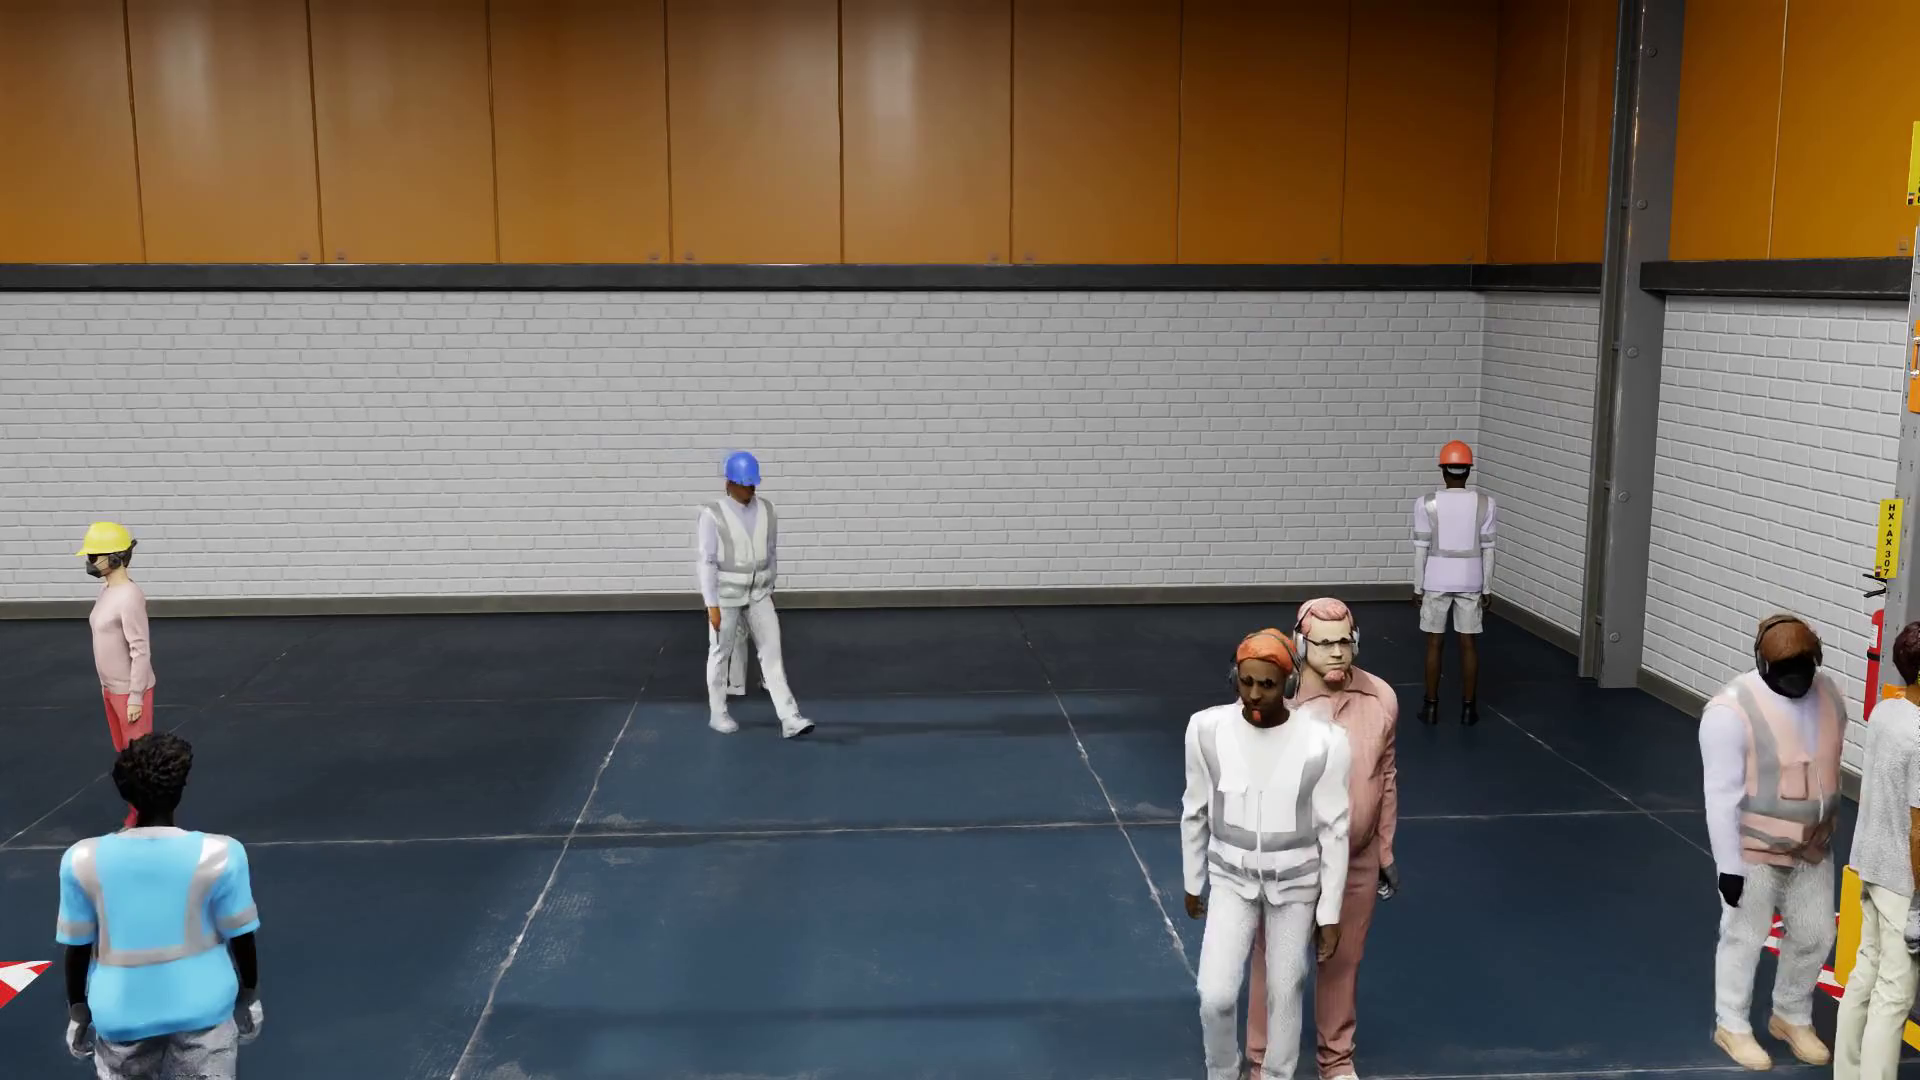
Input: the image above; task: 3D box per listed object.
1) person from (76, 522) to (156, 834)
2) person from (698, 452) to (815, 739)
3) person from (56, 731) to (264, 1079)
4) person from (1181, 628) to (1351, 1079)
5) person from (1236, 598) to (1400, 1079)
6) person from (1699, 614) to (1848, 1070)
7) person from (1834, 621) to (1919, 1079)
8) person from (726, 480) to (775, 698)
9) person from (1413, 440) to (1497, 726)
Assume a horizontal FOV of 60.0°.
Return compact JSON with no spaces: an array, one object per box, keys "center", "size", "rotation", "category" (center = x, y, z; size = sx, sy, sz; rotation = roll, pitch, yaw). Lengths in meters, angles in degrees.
[{"center":[-4.383,0.779,8.685],"size":[0.313,1.767,0.533],"rotation":[-8,12,-41],"category":"person"},{"center":[-1.367,0.377,10.809],"size":[0.636,1.891,0.966],"rotation":[-7,12,-38],"category":"person"},{"center":[-2.383,1.403,5.010],"size":[0.554,1.679,0.372],"rotation":[-2,9,-13],"category":"person"},{"center":[1.042,1.204,5.730],"size":[0.585,1.861,0.486],"rotation":[3,9,17],"category":"person"},{"center":[1.288,1.144,5.954],"size":[0.654,1.906,0.408],"rotation":[-2,9,-15],"category":"person"},{"center":[3.047,1.147,6.282],"size":[0.661,1.802,0.464],"rotation":[-3,10,-19],"category":"person"},{"center":[3.274,1.191,5.772],"size":[0.332,1.872,0.514],"rotation":[2,9,11],"category":"person"},{"center":[-1.545,0.318,11.989],"size":[0.512,1.636,0.312],"rotation":[-6,11,-34],"category":"person"},{"center":[3.317,0.293,11.215],"size":[0.543,1.933,0.364],"rotation":[2,9,10],"category":"person"}]
